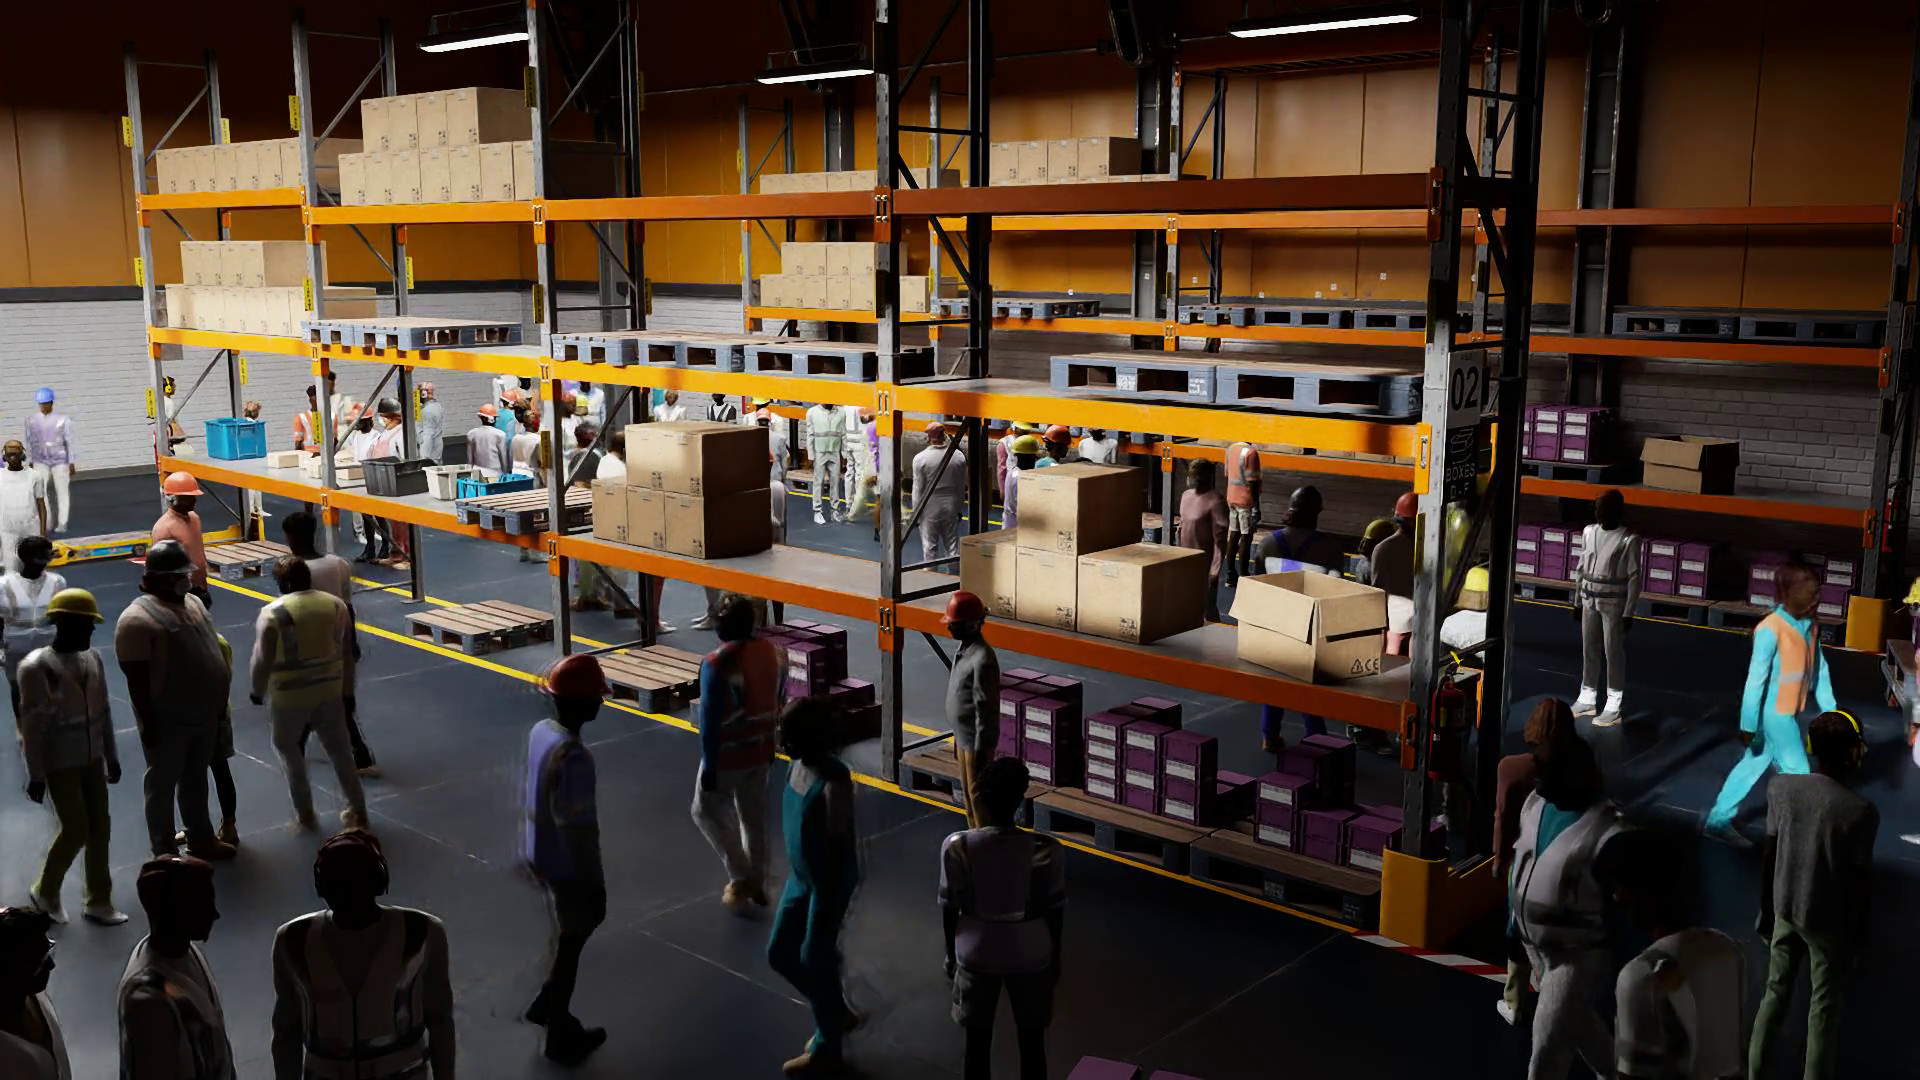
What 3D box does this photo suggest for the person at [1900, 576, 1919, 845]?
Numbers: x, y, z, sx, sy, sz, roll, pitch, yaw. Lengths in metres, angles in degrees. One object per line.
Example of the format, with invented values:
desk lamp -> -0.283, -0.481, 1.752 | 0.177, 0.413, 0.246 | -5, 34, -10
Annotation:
person -> 6.129, 1.080, 10.422 | 0.499, 1.738, 0.549 | 8, 13, 38

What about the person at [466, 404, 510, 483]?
person -> -6.078, -0.887, 21.522 | 0.572, 1.747, 0.336 | 2, 10, 12

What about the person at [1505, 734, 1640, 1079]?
person -> 2.560, 1.676, 6.911 | 0.922, 1.805, 0.632 | -3, 10, -17

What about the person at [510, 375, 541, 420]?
person -> -6.747, -1.743, 25.863 | 0.375, 1.929, 0.585 | 10, 14, 43

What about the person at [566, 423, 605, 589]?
person -> -4.115, -0.372, 18.351 | 0.507, 1.846, 0.345 | 8, 13, 38

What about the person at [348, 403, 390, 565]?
person -> -7.044, -0.669, 19.788 | 0.543, 1.932, 0.385 | 6, 12, 31

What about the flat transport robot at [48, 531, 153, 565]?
flat transport robot -> -10.420, 0.085, 20.213 | 1.431, 0.197, 0.652 | -10, 14, -43

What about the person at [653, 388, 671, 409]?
person -> -4.967, -2.043, 27.836 | 0.341, 1.839, 0.501 | -10, 14, -44

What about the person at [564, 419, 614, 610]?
person -> -3.882, -0.296, 17.366 | 0.541, 2.000, 0.720 | 2, 10, 12

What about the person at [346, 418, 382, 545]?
person -> -7.570, -0.822, 21.184 | 0.295, 1.744, 0.484 | 4, 11, 19

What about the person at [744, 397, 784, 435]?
person -> -2.607, -1.054, 22.002 | 0.594, 1.916, 0.405 | 4, 11, 22

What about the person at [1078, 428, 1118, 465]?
person -> 1.604, -0.561, 19.407 | 0.525, 1.856, 0.346 | 4, 11, 23

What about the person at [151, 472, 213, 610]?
person -> -6.240, 0.432, 13.420 | 0.408, 1.987, 0.613 | 0, 10, 1

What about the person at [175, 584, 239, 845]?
person -> -4.772, 1.104, 10.426 | 0.535, 1.697, 0.318 | 5, 11, 25

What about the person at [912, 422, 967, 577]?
person -> -0.249, -0.319, 17.895 | 0.639, 1.902, 0.406 | -5, 11, -28

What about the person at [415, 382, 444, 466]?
person -> -7.362, -1.233, 23.040 | 0.407, 1.910, 0.638 | -1, 10, -6

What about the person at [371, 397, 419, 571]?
person -> -6.630, -0.665, 19.454 | 0.536, 2.000, 0.673 | -8, 13, -37

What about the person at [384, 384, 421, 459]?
person -> -7.643, -1.226, 22.949 | 0.372, 1.932, 0.631 | 6, 12, 31

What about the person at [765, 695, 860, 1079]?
person -> -0.660, 1.562, 7.461 | 0.396, 1.822, 0.539 | -6, 12, -30

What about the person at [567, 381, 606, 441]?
person -> -5.737, -1.673, 25.618 | 0.592, 1.882, 0.868 | -2, 10, -14

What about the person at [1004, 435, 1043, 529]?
person -> 0.625, -0.081, 16.471 | 0.371, 1.925, 0.595 | -1, 10, -4

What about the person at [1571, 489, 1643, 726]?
person -> 5.097, 0.524, 13.166 | 0.340, 1.883, 0.586 | -5, 11, -25

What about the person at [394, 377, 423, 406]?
person -> -7.925, -1.413, 23.940 | 0.617, 1.946, 0.393 | 0, 10, 0

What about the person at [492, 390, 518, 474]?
person -> -6.437, -1.281, 23.794 | 0.575, 1.738, 0.351 | 6, 12, 31

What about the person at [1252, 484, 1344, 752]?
person -> 2.542, 0.588, 12.366 | 0.688, 2.000, 0.537 | 6, 12, 32

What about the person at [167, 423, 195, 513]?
person -> -9.529, -0.611, 20.327 | 0.286, 1.626, 0.511 | 3, 11, 17

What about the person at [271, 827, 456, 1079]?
person -> -1.987, 1.867, 5.577 | 0.583, 1.882, 0.337 | -2, 10, -10

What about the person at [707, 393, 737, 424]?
person -> -3.614, -1.518, 25.279 | 0.537, 1.690, 0.323 | 5, 11, 28

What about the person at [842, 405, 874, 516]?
person -> -1.440, -1.284, 23.395 | 0.354, 1.883, 0.573 | -8, 13, -38

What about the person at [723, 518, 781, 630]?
person -> -1.892, 0.330, 15.025 | 0.558, 1.615, 0.408 | -3, 10, -14

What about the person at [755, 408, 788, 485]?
person -> -2.458, -0.798, 21.045 | 0.560, 1.741, 0.342 | -3, 11, -18

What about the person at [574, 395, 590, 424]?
person -> -5.230, -1.132, 22.967 | 0.321, 1.737, 0.486 | -4, 11, -22

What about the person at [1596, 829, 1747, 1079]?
person -> 2.276, 1.888, 5.354 | 0.720, 1.919, 0.676 | -7, 12, -35

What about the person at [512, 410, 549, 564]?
person -> -5.138, -0.631, 19.857 | 0.580, 1.830, 0.395 | 9, 14, 42
